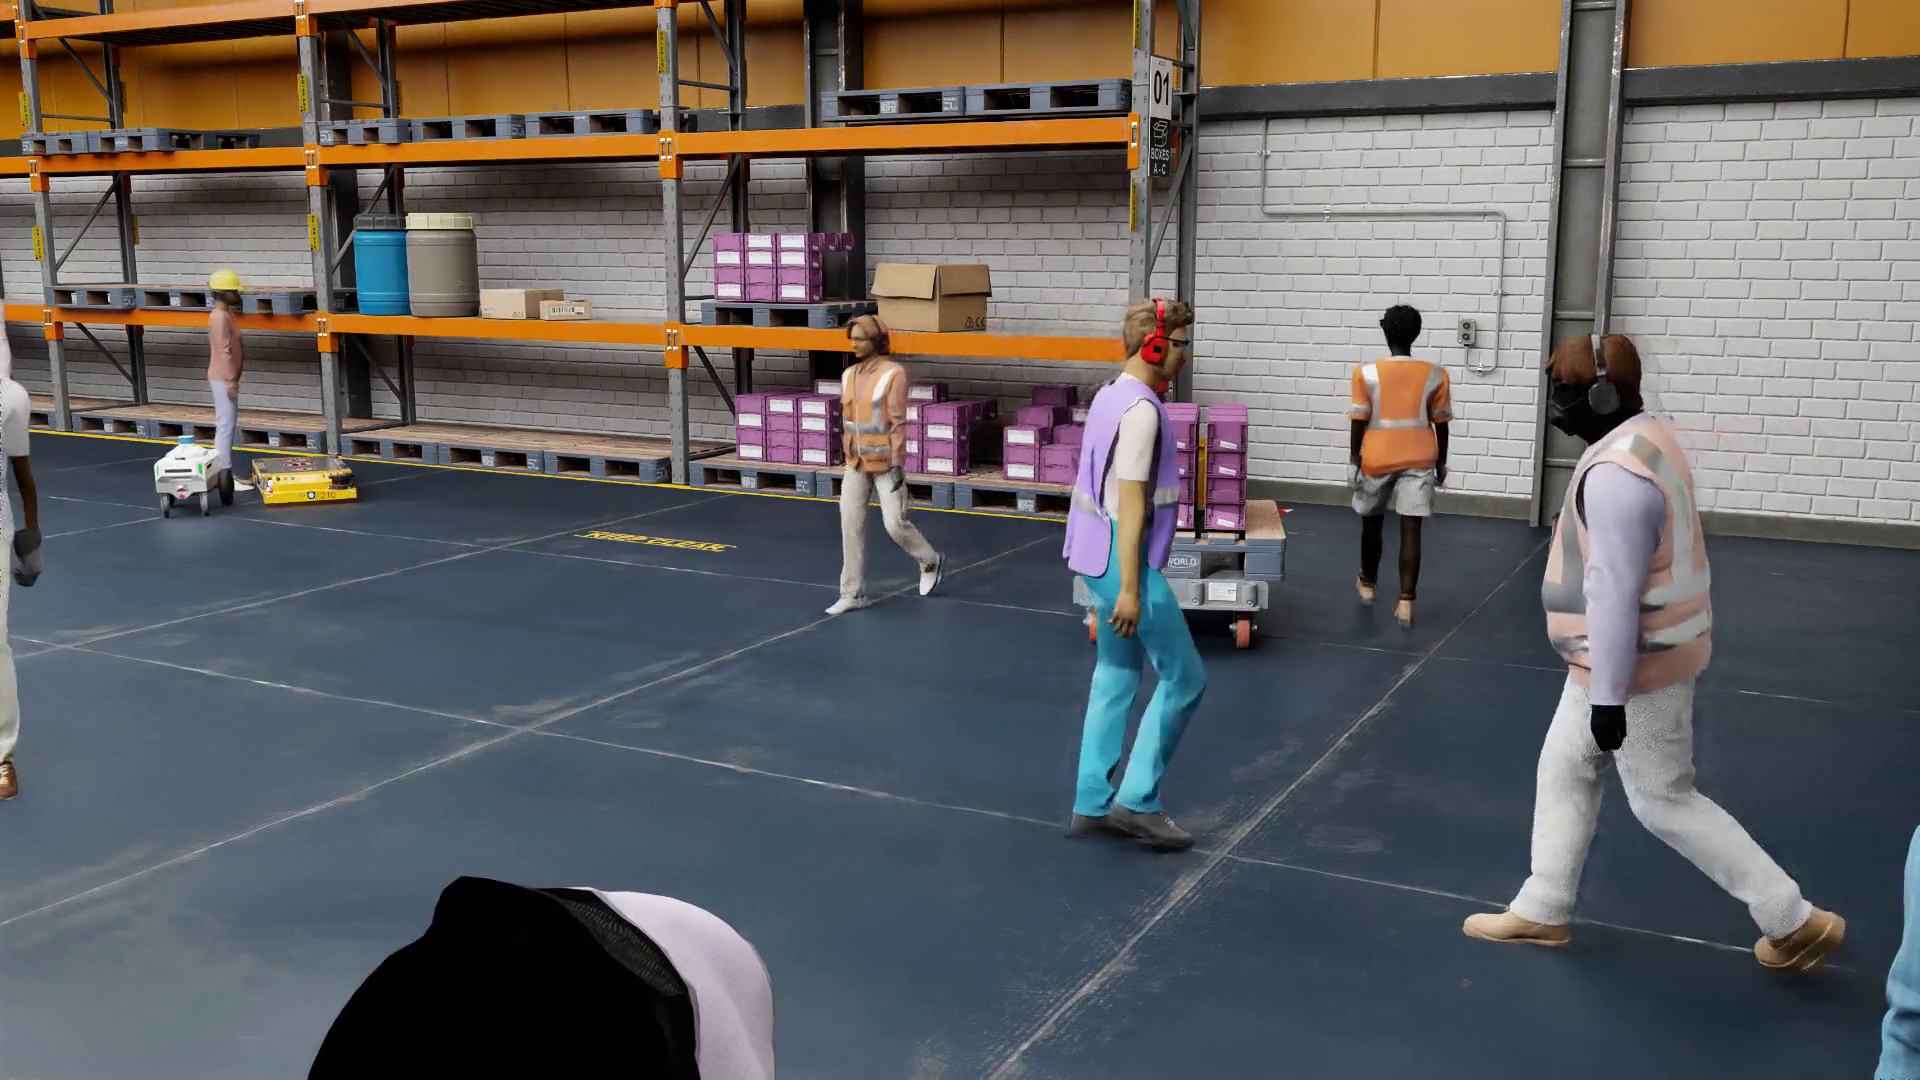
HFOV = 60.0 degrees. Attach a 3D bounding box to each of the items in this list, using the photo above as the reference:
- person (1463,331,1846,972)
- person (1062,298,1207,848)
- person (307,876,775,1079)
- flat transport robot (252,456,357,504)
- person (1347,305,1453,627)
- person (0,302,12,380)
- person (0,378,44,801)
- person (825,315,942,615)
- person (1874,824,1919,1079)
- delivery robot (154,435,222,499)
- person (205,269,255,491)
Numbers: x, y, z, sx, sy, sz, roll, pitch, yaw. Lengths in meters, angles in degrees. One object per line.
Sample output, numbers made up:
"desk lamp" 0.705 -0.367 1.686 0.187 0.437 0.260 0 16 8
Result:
"person" 1.916 0.334 4.494 0.908 1.790 0.635 4 11 22
"person" 0.612 0.115 5.535 0.550 1.815 0.596 -1 10 -5
"person" -0.286 0.890 1.029 0.392 1.920 0.590 4 11 23
"flat transport robot" -5.198 -0.495 13.140 0.652 0.197 1.431 -5 11 -26
"person" 2.330 -0.416 8.879 0.546 1.652 0.850 1 10 8
"person" -7.645 -1.229 12.763 0.662 1.872 0.881 -4 11 -23
"person" -3.709 -0.010 6.200 0.521 1.841 0.850 -4 11 -23
"person" -0.416 -0.420 9.041 0.514 1.615 0.721 9 14 40
"person" 1.363 0.853 1.993 0.514 1.641 0.315 3 11 17
"delivery robot" -5.698 -0.528 12.287 0.477 0.478 0.707 -2 11 -13
"person" -5.846 -1.275 13.320 0.325 1.767 0.532 -5 11 -24
